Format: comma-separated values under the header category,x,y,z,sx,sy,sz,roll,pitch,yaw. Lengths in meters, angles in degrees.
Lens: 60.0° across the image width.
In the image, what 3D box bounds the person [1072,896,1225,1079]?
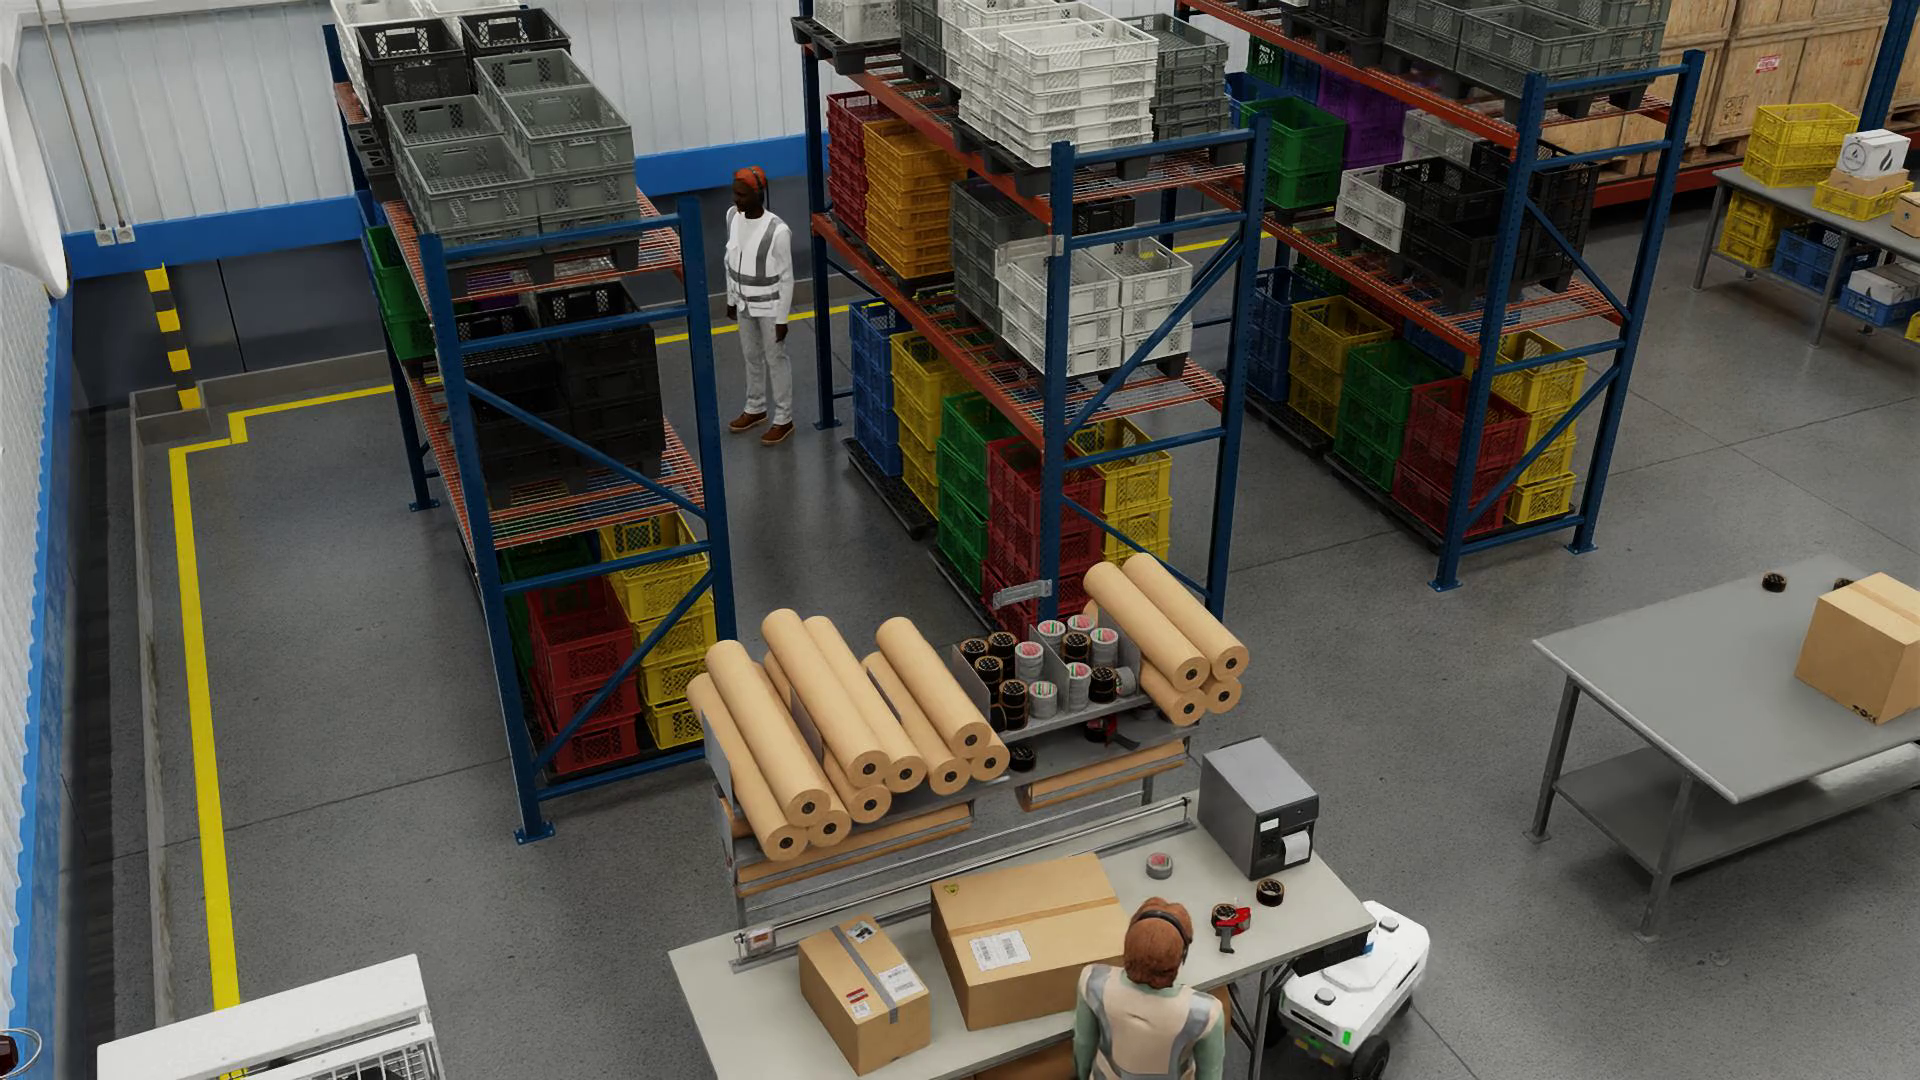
category,x,y,z,sx,sy,sz,roll,pitch,yaw
person,0.620,1.878,5.604,0.518,1.633,0.311,11,33,18

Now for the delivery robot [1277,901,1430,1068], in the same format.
category,x,y,z,sx,sy,sz,roll,pitch,yaw
delivery robot,1.595,1.768,6.718,0.477,0.478,0.707,24,39,34

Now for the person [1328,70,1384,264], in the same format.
category,x,y,z,sx,sy,sz,roll,pitch,yaw
person,3.236,-3.154,13.508,0.764,1.909,0.638,14,34,22

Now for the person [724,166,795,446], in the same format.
category,x,y,z,sx,sy,sz,roll,pitch,yaw
person,-1.325,-1.534,10.911,0.574,1.882,0.355,24,39,33
